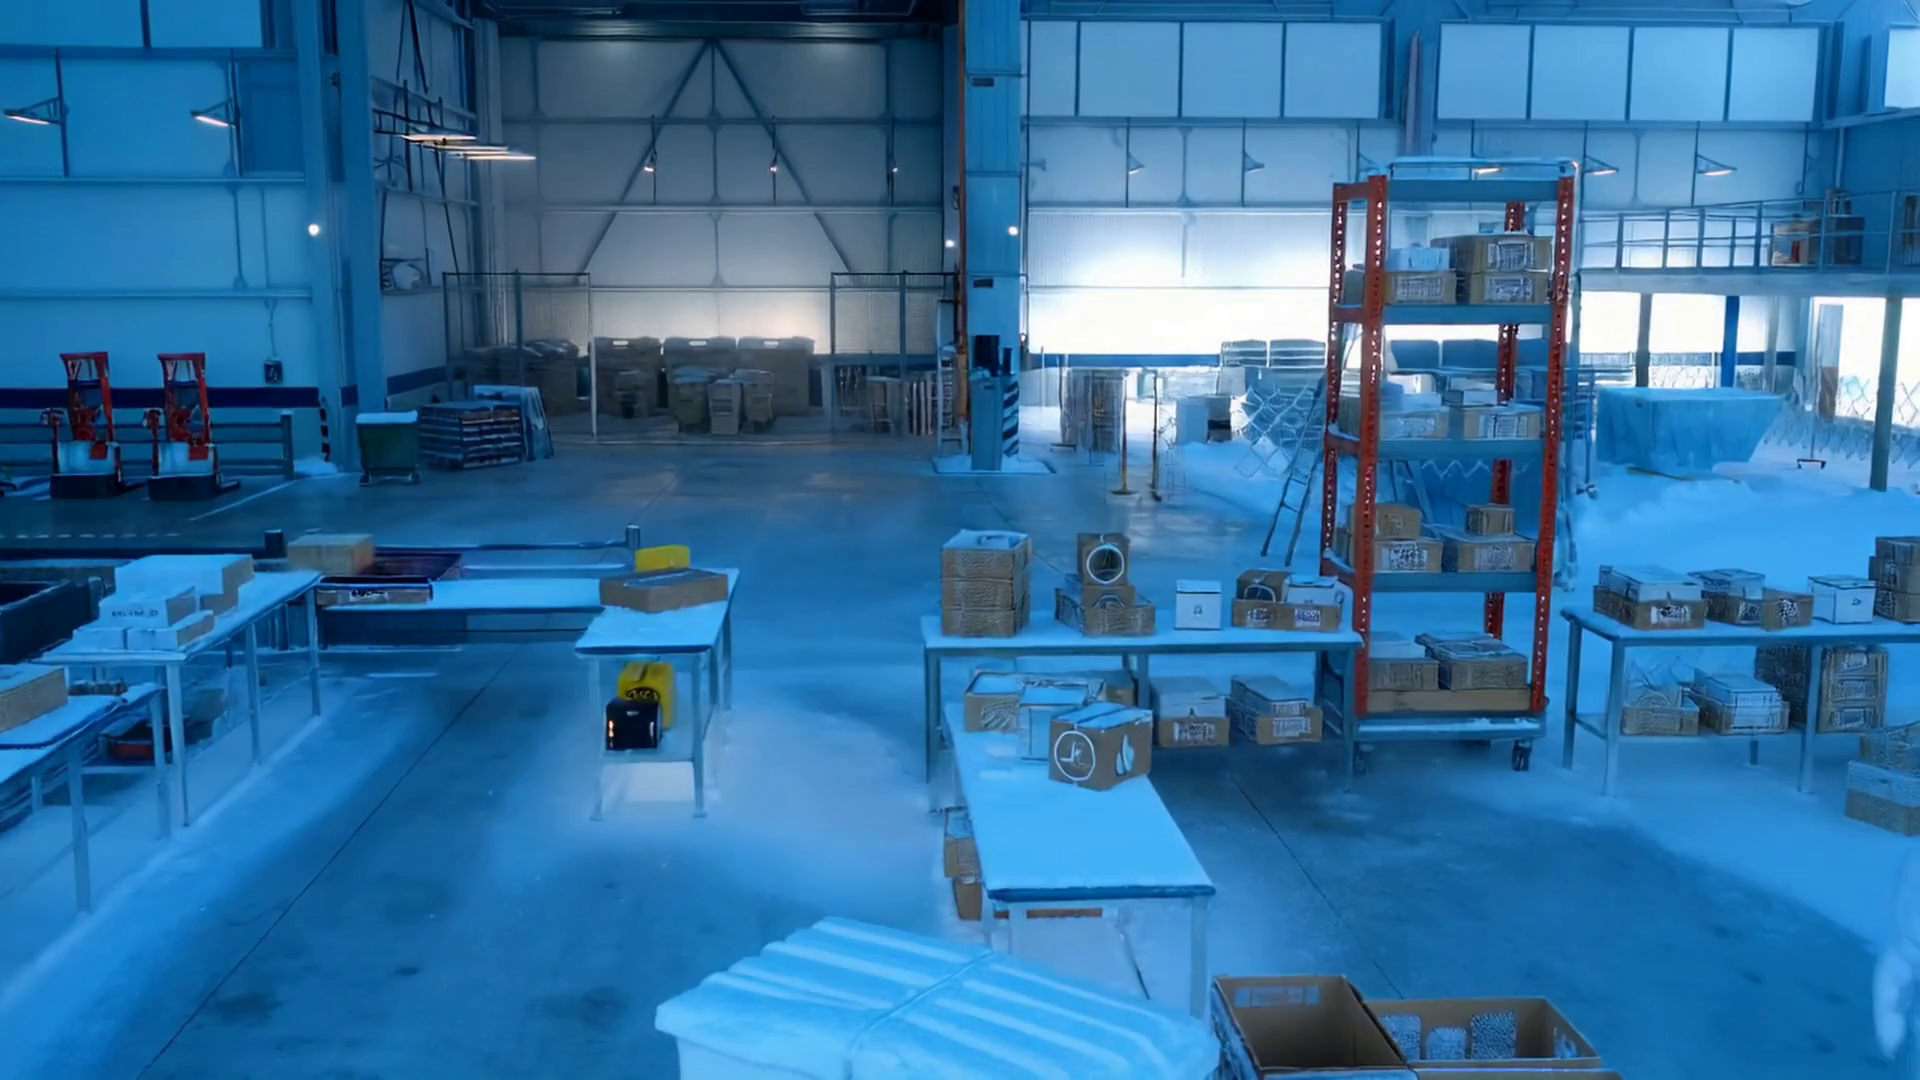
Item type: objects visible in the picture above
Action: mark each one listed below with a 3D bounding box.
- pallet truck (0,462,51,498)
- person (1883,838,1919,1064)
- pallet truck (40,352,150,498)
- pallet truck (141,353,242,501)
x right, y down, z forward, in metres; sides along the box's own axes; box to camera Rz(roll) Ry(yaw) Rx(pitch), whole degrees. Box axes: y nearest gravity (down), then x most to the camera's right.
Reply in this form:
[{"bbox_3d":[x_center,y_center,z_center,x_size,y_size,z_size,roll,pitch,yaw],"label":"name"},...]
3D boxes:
[{"bbox_3d":[-13.193,-1.293,23.148,0.653,1.274,1.630,-1,9,-4],"label":"pallet truck"},{"bbox_3d":[2.966,1.413,4.724,0.547,1.747,0.591,1,9,6],"label":"person"},{"bbox_3d":[-11.907,-1.642,23.165,0.823,1.965,1.885,0,9,0],"label":"pallet truck"},{"bbox_3d":[-10.520,-1.604,22.925,0.823,1.965,1.885,-1,9,-6],"label":"pallet truck"}]
